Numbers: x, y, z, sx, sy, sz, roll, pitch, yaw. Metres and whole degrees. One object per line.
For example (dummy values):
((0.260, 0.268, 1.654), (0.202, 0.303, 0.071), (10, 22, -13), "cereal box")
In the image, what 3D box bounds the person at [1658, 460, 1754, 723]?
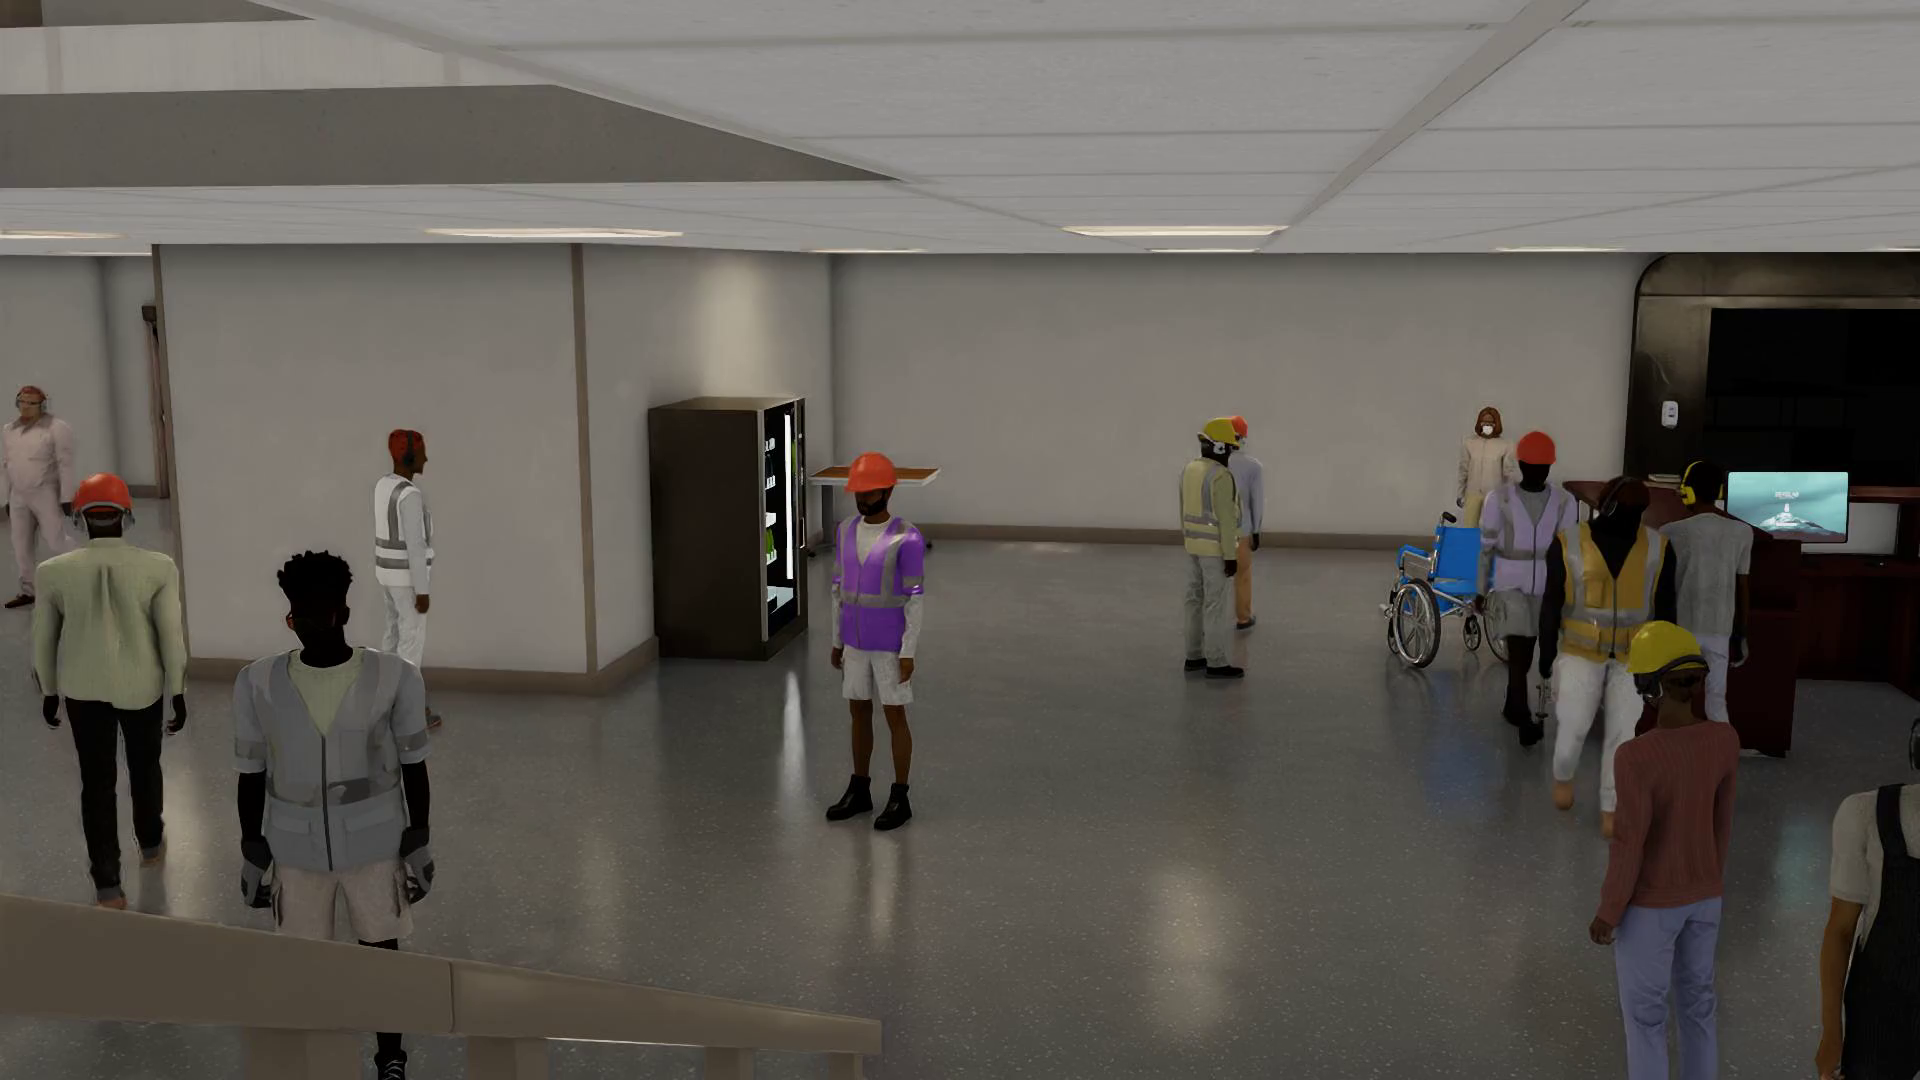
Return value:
((3.914, 0.504, 8.815), (0.530, 1.855, 0.335), (1, 9, 5), "person")

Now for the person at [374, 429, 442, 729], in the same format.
((-3.448, 0.246, 10.348), (0.341, 1.876, 0.575), (-7, 11, -37), "person")

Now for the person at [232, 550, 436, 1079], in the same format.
((-2.038, 0.994, 5.437), (0.614, 1.963, 0.362), (-2, 9, -12), "person")

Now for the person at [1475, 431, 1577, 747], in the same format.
((3.468, 0.283, 10.091), (0.569, 1.874, 1.027), (0, 9, 3), "person")

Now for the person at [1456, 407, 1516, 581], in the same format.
((4.760, -0.395, 15.076), (0.504, 1.627, 0.285), (5, 11, 30), "person")

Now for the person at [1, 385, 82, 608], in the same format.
((-7.892, -0.395, 14.291), (0.661, 1.878, 0.781), (2, 9, 12), "person")

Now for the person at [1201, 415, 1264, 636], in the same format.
((2.099, -0.111, 13.047), (0.562, 1.715, 0.607), (3, 10, 15), "person")

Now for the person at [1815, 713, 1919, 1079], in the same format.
((2.437, 1.256, 4.190), (0.506, 1.847, 0.350), (3, 10, 19), "person")

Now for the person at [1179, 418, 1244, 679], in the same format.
((1.774, 0.057, 11.665), (0.403, 1.822, 0.586), (-4, 10, -23), "person")

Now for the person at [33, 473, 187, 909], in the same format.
((-3.865, 0.667, 7.584), (0.634, 1.938, 1.047), (-4, 10, -23), "person")

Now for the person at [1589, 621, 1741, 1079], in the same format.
((2.212, 1.127, 5.270), (0.523, 1.760, 0.327), (-5, 10, -27), "person")

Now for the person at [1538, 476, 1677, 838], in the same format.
((3.293, 0.577, 8.477), (0.654, 1.816, 0.513), (2, 9, 13), "person")

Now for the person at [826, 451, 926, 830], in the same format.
((-0.442, 0.509, 8.517), (0.544, 1.939, 0.353), (6, 11, 32), "person")
